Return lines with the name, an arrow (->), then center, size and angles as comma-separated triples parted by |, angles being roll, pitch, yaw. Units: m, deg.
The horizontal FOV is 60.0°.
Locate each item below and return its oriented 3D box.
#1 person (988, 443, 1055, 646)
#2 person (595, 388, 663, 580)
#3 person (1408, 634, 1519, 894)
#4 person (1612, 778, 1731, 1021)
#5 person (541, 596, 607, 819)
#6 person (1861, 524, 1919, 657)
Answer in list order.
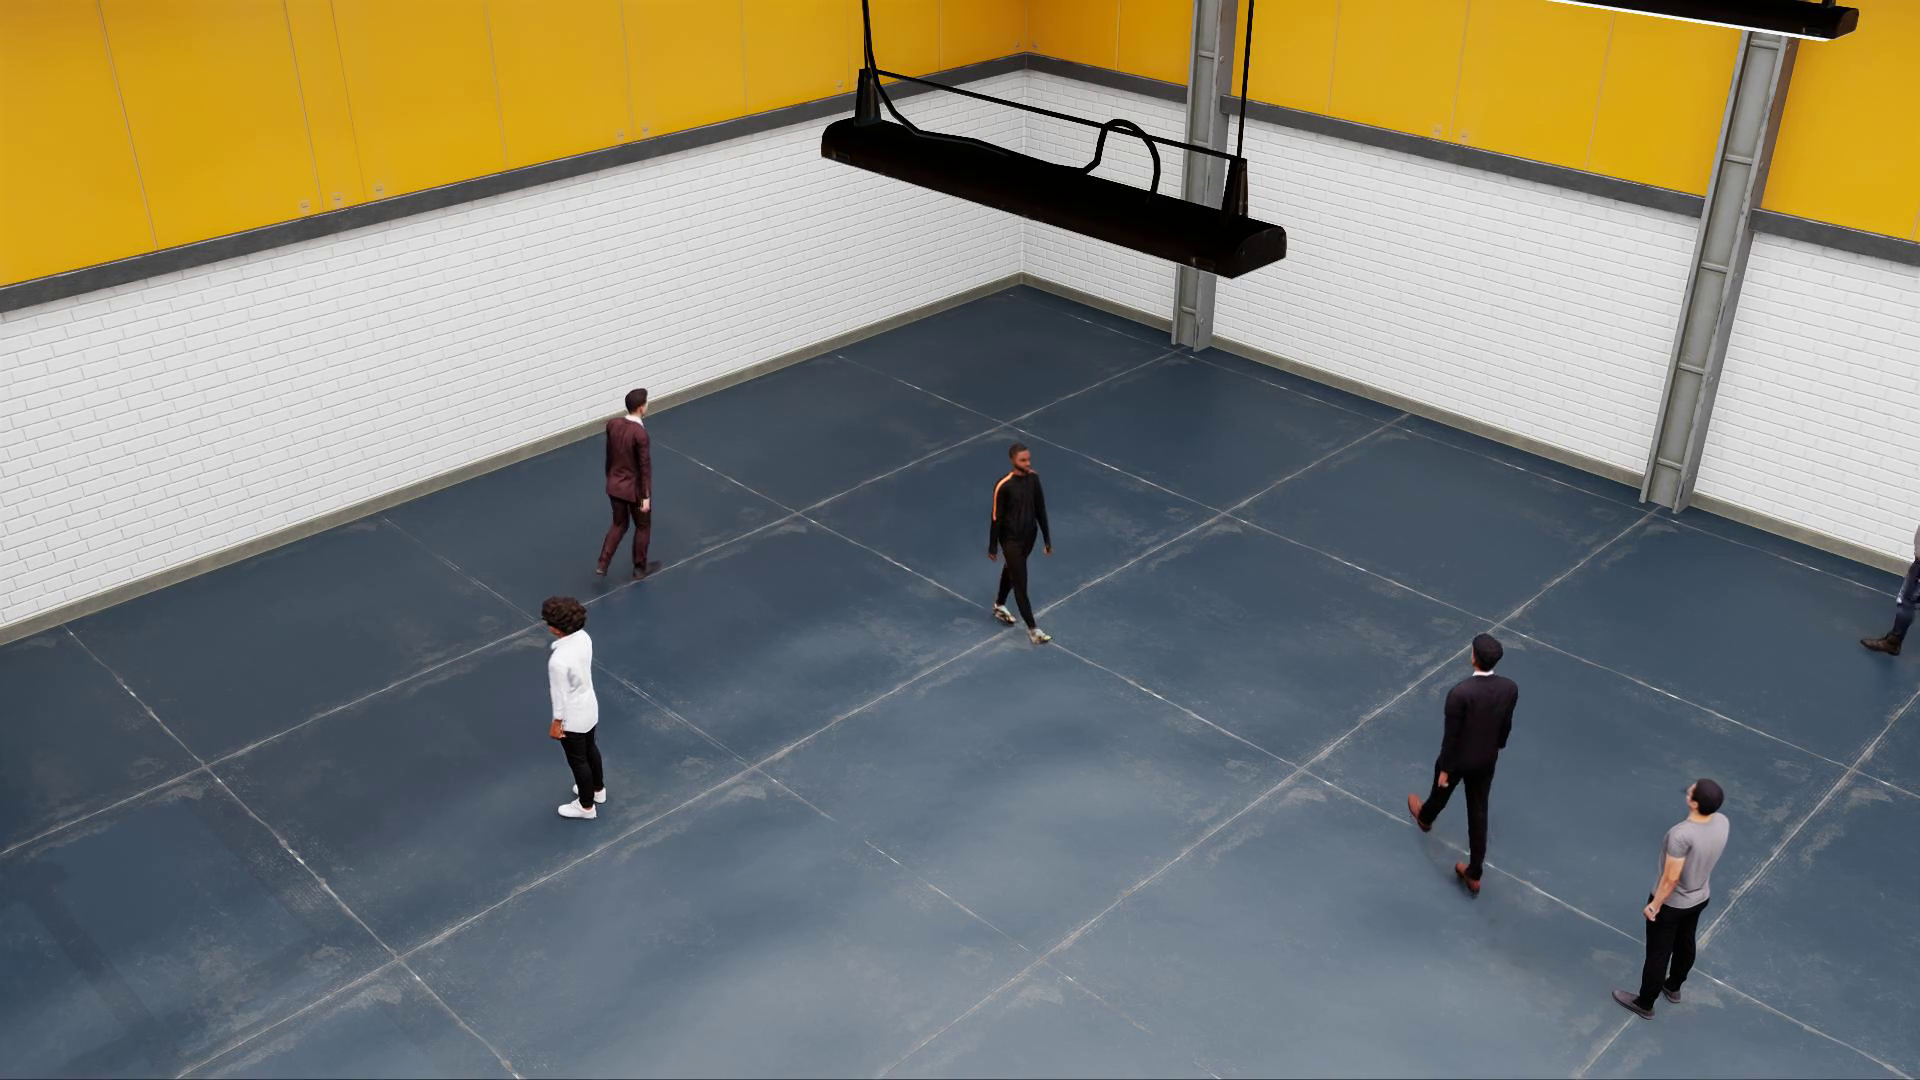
person -> 0.427, -0.032, 14.239 | 0.721, 1.775, 1.113 | -21, 35, -34
person -> -3.022, -0.439, 14.928 | 0.909, 1.830, 0.874 | 16, 32, 27
person -> 3.506, 1.544, 11.299 | 1.153, 1.823, 1.332 | -6, 29, -11
person -> 4.419, 2.179, 10.206 | 0.666, 1.755, 0.629 | -16, 32, -26
person -> -2.763, 1.197, 11.948 | 0.748, 1.810, 0.730 | 7, 29, 12
person -> 8.121, 0.183, 13.727 | 1.072, 1.887, 0.773 | 20, 34, 32
